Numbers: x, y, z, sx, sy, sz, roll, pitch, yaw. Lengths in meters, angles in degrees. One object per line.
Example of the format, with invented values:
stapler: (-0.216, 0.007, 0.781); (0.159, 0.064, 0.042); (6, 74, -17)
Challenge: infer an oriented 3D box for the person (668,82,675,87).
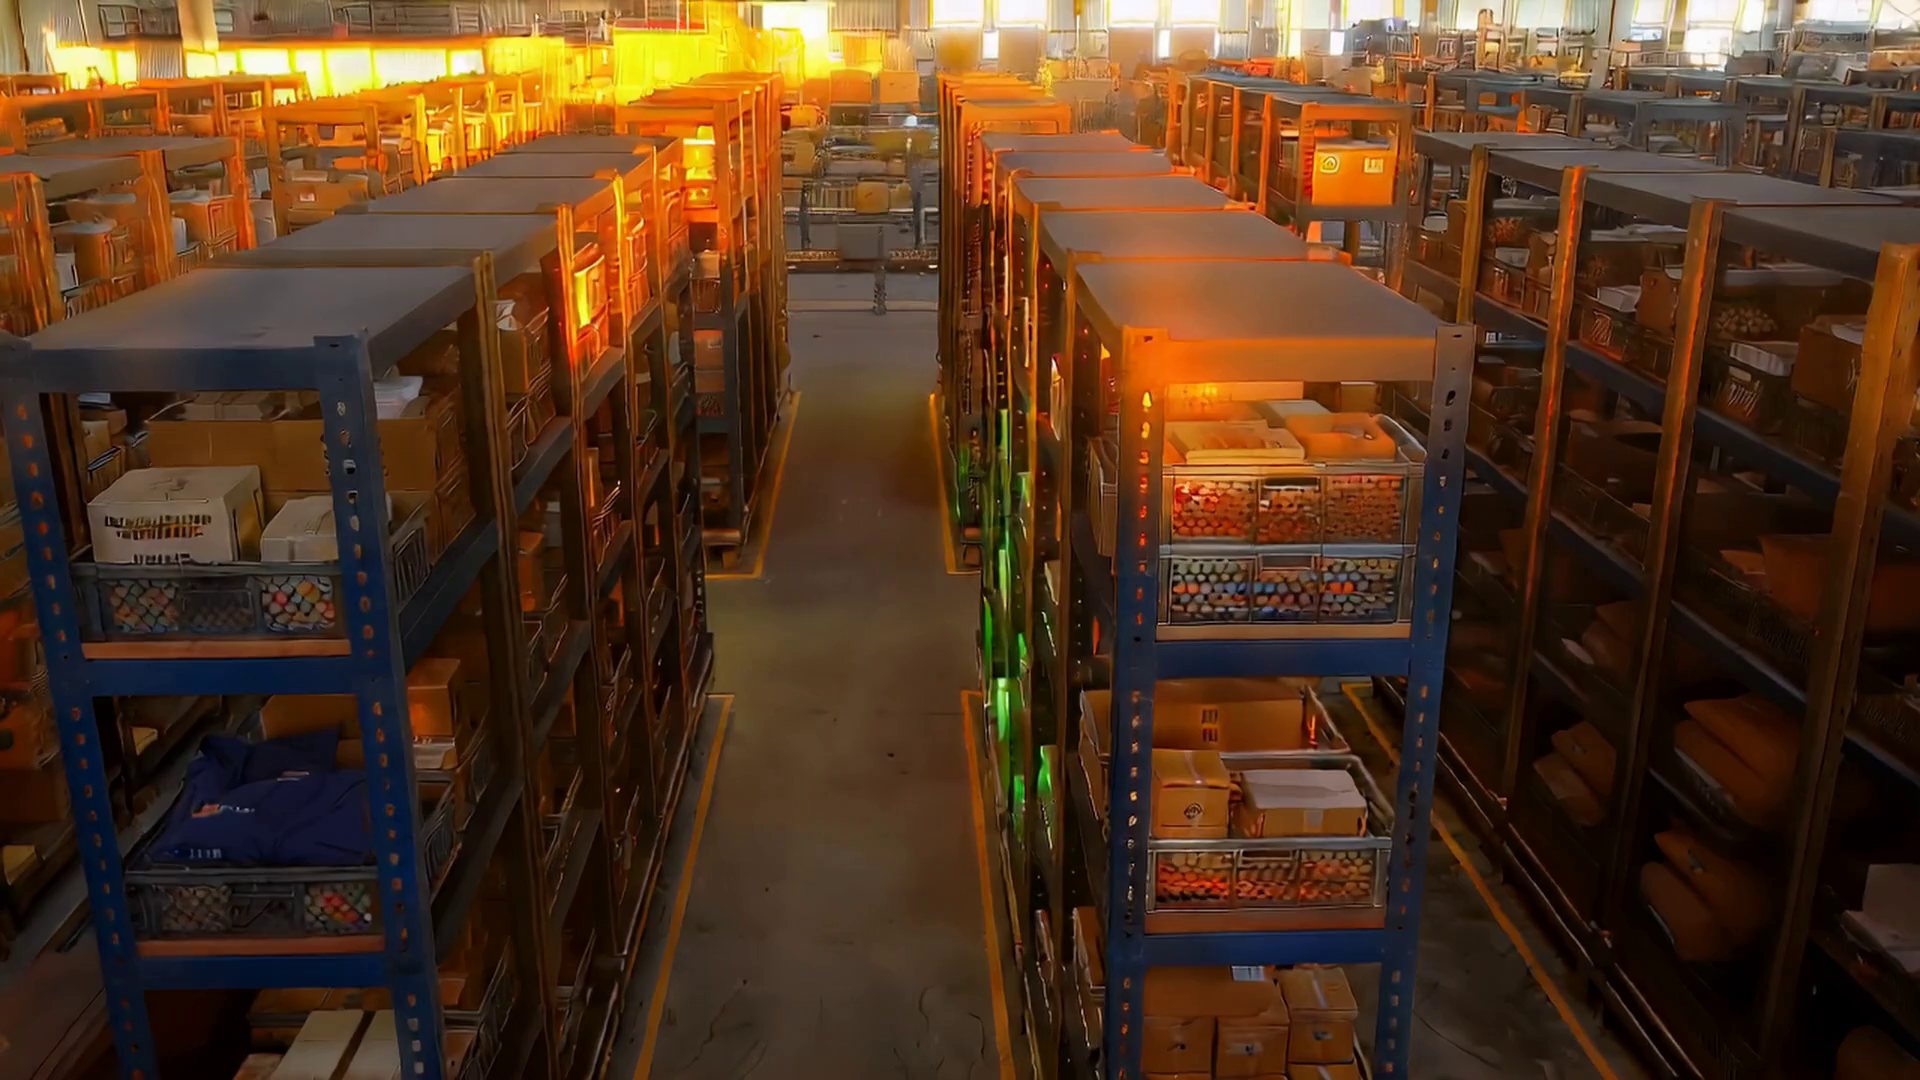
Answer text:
person: (-9.700, -14.566, 56.158); (0.290, 1.746, 0.487); (-2, 18, -7)

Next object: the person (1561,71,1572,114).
person: (24.108, -17.747, 66.077); (0.321, 1.695, 0.537); (0, 18, -1)

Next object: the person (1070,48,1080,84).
person: (6.390, -26.250, 92.074); (0.601, 1.897, 0.736); (9, 20, 27)

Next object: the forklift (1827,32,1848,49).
forklift: (46.024, -25.320, 87.618); (1.129, 2.768, 1.873); (-1, 18, -2)

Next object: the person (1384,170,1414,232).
person: (7.038, -5.022, 26.479); (0.586, 1.835, 0.403); (-4, 18, -11)

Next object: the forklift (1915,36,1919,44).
forklift: (50.200, -25.081, 86.878); (1.129, 2.768, 1.873); (-10, 20, -27)

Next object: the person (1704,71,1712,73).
person: (31.480, -19.177, 70.352); (0.634, 1.804, 0.916); (11, 21, 31)

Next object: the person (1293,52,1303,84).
person: (17.011, -23.574, 83.756); (0.582, 1.919, 0.388); (-10, 21, -29)

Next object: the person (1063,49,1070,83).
person: (5.947, -26.330, 92.405); (0.430, 1.845, 0.619); (-1, 18, -3)

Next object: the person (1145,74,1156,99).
person: (6.439, -14.725, 56.249); (0.376, 1.995, 0.612); (-5, 19, -16)

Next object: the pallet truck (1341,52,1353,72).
pallet truck: (18.794, -23.123, 82.231); (0.823, 1.965, 1.885); (-13, 22, -35)

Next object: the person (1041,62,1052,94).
person: (3.697, -19.497, 71.192); (0.559, 1.896, 0.998); (-9, 20, -25)

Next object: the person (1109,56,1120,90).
person: (7.303, -21.910, 78.661); (0.584, 1.882, 0.346); (-6, 19, -17)

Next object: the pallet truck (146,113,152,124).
pallet truck: (-18.087, -8.309, 36.390); (1.885, 1.965, 0.823); (-1, 18, -4)

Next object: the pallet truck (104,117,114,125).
pallet truck: (-18.367, -7.885, 35.078); (1.885, 1.965, 0.823); (1, 18, 2)

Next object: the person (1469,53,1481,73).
person: (24.815, -22.606, 80.562); (0.986, 2.000, 0.684); (-9, 20, -26)

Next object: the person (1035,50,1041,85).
person: (4.266, -25.803, 90.755); (0.426, 1.853, 0.556); (5, 19, 15)

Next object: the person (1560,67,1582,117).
person: (24.127, -17.524, 65.046); (0.988, 1.918, 0.619); (3, 18, 10)

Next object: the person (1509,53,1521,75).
person: (27.691, -23.310, 83.018); (0.598, 1.872, 1.006); (2, 18, 6)

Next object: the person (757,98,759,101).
person: (-6.433, -13.647, 53.003); (0.374, 1.935, 0.552); (1, 18, 4)

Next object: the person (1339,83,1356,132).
person: (11.749, -12.701, 49.985); (0.637, 1.987, 1.027); (1, 18, 4)

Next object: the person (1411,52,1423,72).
person: (23.023, -23.579, 83.721); (0.617, 1.946, 0.393); (15, 23, 39)

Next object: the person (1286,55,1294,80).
person: (16.007, -22.549, 80.635); (0.362, 1.886, 0.575); (-5, 18, -14)

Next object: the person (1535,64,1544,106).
person: (24.077, -18.866, 69.291); (0.511, 1.859, 0.322); (-10, 21, -29)

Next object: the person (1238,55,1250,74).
person: (13.394, -21.847, 78.376); (0.627, 1.941, 0.373); (-7, 19, -20)

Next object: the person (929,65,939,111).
person: (-1.032, -17.988, 66.461); (0.552, 1.922, 0.474); (-14, 23, -37)

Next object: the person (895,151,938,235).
person: (-0.807, -6.661, 31.951); (0.864, 1.587, 0.514); (-3, 18, -9)

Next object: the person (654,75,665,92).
person: (-11.017, -16.053, 60.683); (0.901, 1.786, 0.624); (1, 18, 3)

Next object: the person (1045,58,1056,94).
person: (4.101, -21.155, 76.325); (0.975, 1.882, 0.596); (-13, 22, -34)

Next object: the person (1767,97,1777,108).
person: (28.271, -15.229, 57.958); (0.494, 1.914, 0.680); (8, 20, 23)
